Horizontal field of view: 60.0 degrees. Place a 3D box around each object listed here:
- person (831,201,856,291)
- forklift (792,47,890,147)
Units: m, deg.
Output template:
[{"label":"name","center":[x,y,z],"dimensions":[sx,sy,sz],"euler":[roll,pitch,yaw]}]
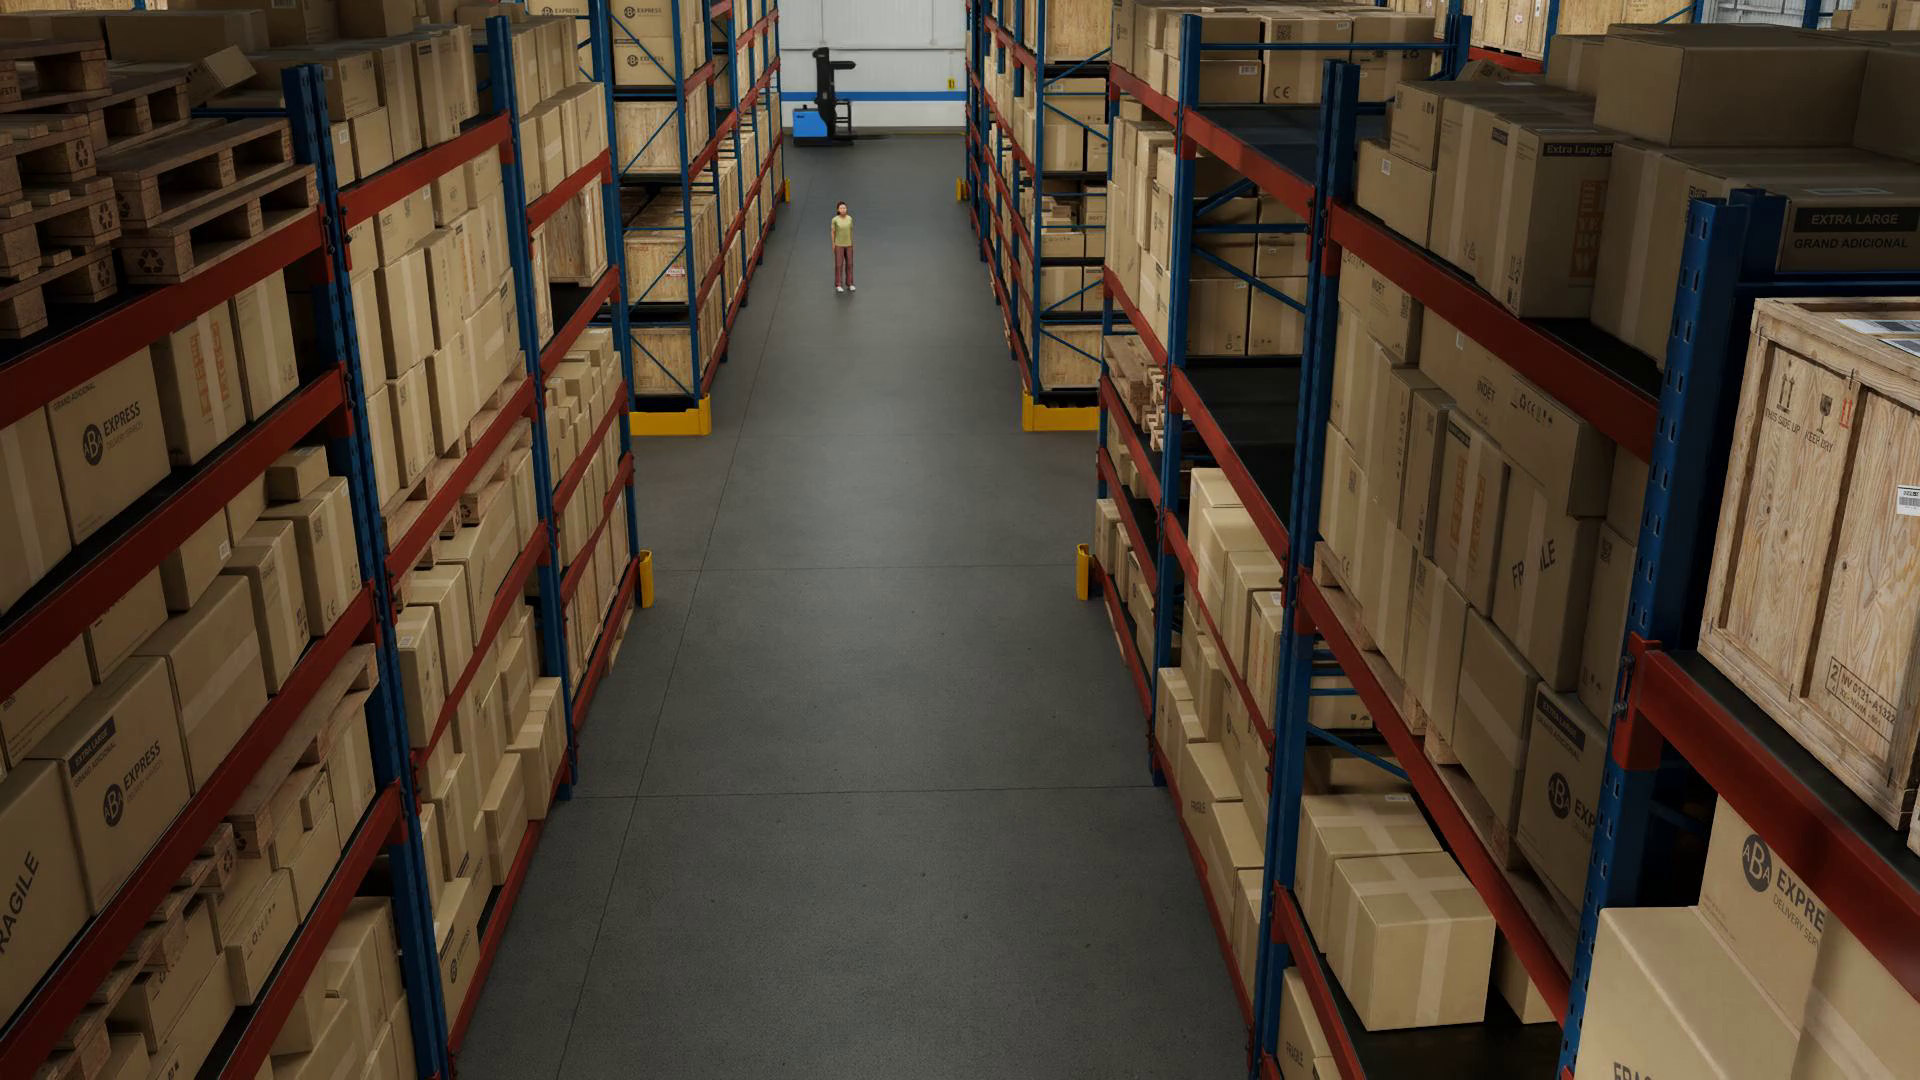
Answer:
[{"label":"person","center":[-2.205,-5.581,31.582],"dimensions":[0.433,1.672,0.385],"euler":[-9,22,-22]},{"label":"forklift","center":[-3.736,-13.850,51.952],"dimensions":[3.031,2.941,1.121],"euler":[-2,21,-6]}]
